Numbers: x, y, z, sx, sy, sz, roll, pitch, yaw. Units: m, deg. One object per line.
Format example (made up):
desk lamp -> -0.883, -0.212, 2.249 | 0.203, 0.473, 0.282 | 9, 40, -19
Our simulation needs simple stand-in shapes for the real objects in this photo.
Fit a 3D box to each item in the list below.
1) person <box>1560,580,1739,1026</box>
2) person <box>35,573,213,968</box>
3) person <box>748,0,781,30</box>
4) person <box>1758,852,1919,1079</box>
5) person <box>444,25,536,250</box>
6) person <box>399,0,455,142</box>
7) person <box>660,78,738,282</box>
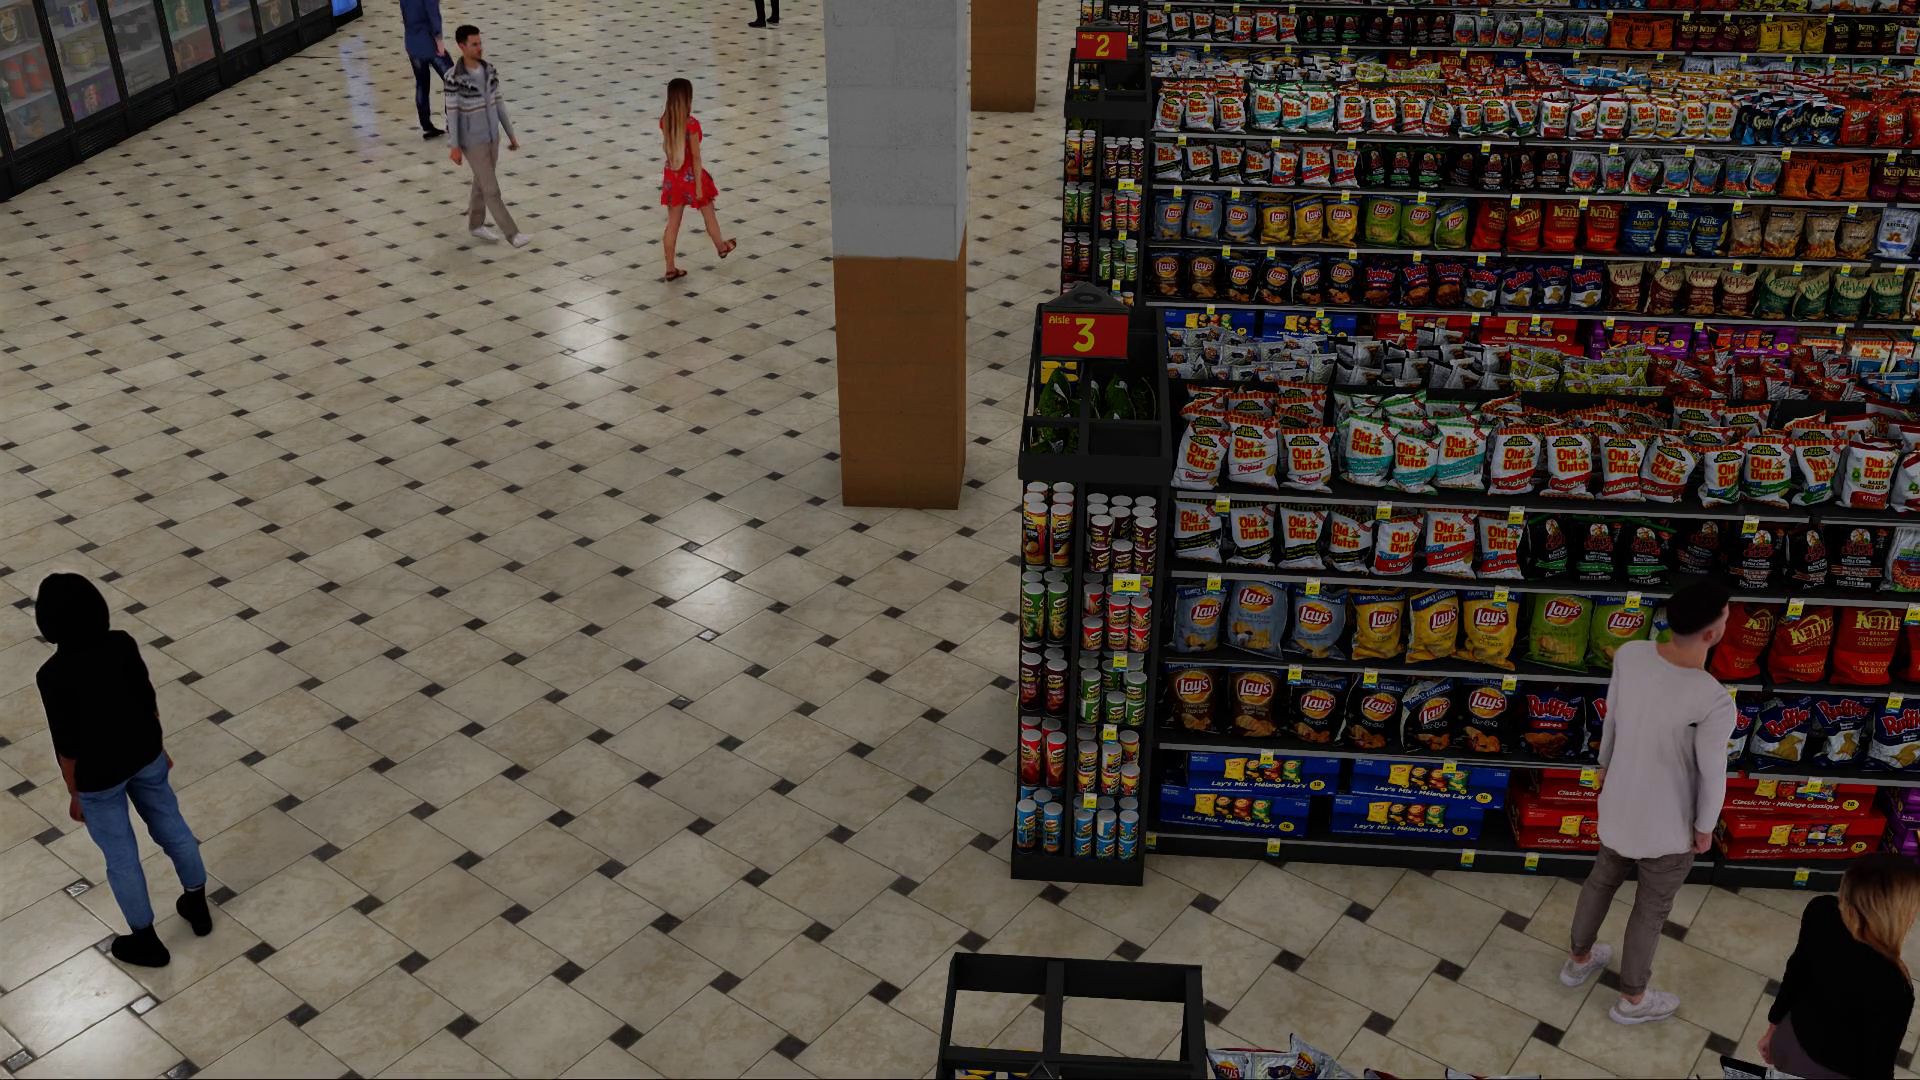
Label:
person -> 2.487, 0.935, 5.972 | 0.760, 1.841, 0.752 | -14, 32, -25
person -> -3.160, 0.863, 6.248 | 0.677, 1.702, 0.657 | 17, 33, 29
person -> -2.603, -7.655, 21.703 | 0.737, 1.842, 0.730 | 22, 36, 35
person -> 2.442, 1.606, 4.927 | 0.523, 1.664, 0.596 | 2, 29, 4
person -> -4.043, -3.327, 13.798 | 1.229, 1.821, 0.996 | 14, 32, 24
person -> -5.418, -4.919, 16.727 | 0.828, 1.809, 0.929 | 13, 31, 22
person -> -2.233, -2.800, 13.112 | 1.061, 1.553, 0.945 | 17, 33, 28
